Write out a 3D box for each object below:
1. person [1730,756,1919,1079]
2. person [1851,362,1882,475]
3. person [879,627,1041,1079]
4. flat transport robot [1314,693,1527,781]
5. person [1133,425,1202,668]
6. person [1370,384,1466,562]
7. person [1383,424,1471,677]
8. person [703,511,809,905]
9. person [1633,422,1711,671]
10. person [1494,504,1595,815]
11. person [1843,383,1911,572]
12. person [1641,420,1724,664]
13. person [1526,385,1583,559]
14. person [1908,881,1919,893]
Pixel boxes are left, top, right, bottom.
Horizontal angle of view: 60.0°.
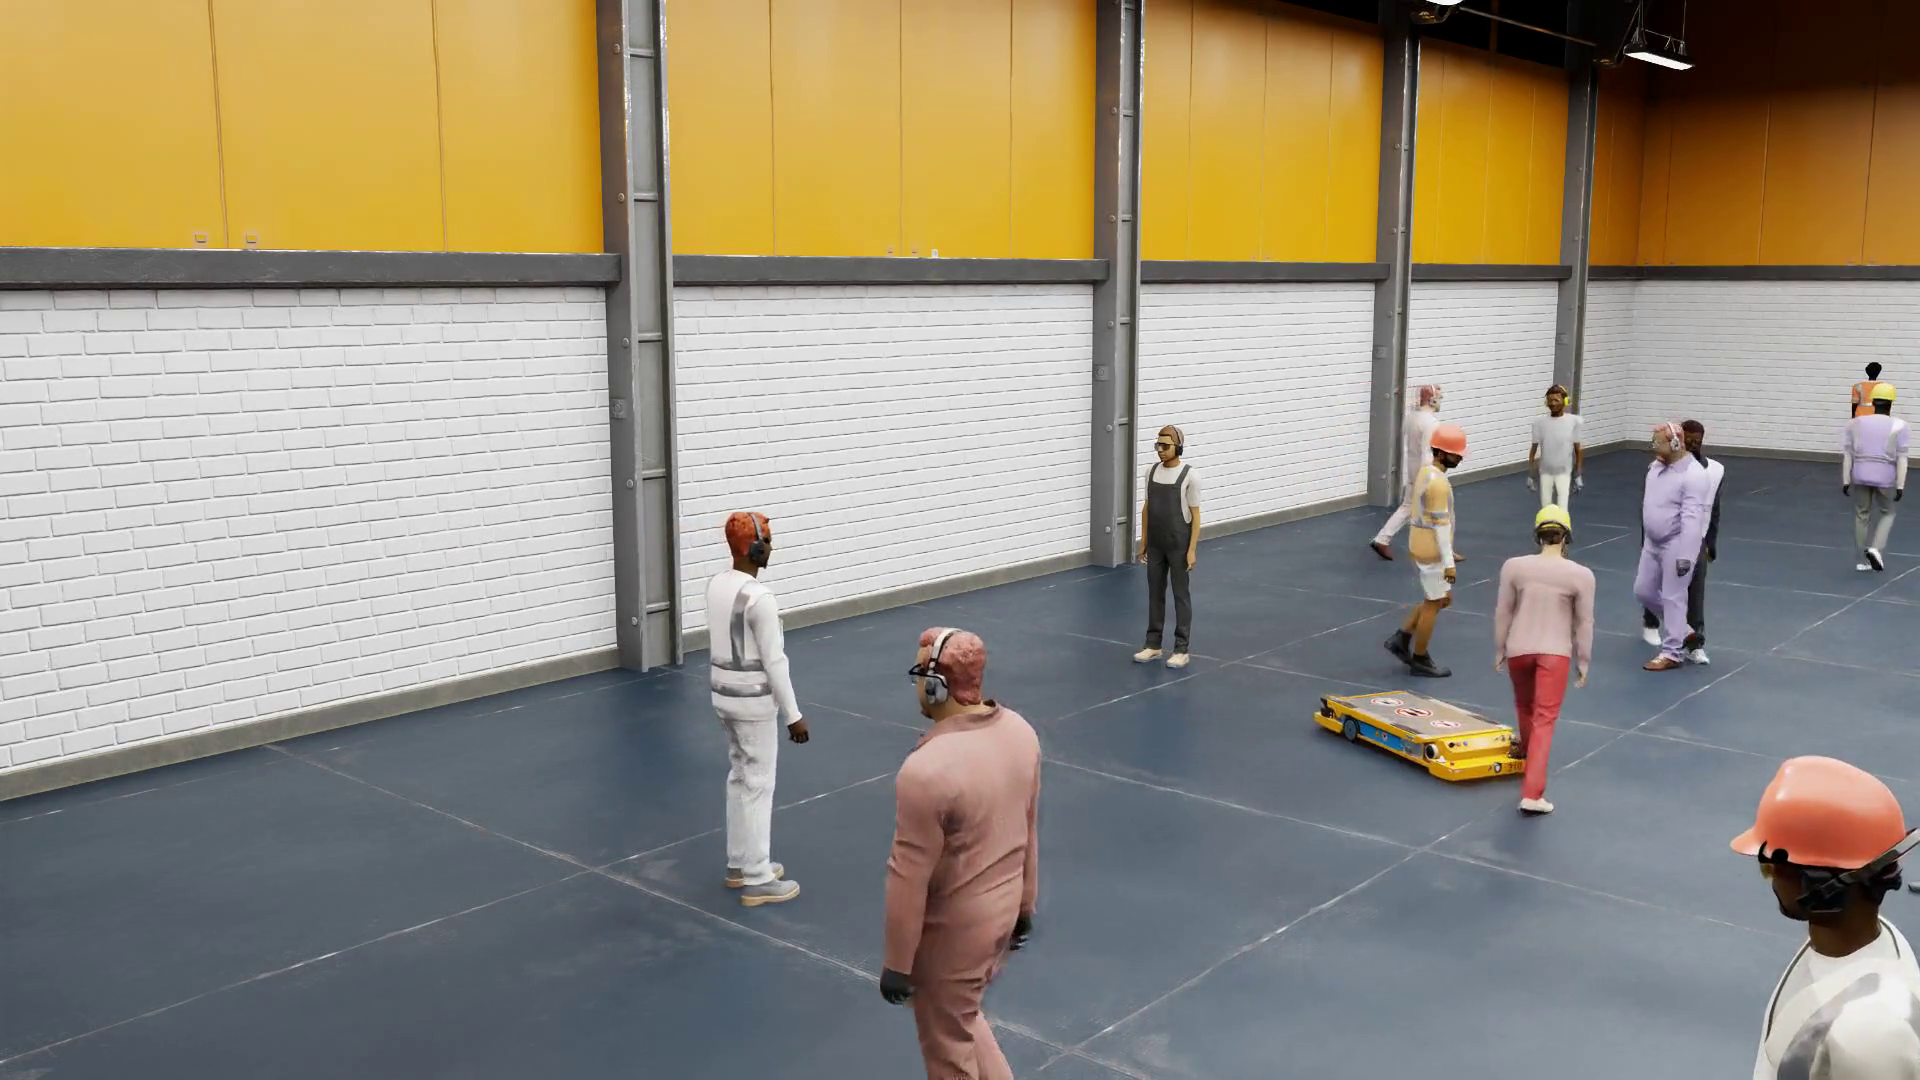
[{"bbox_3d":[1.718,1.434,3.367,0.395,2.039,0.606,4,10,22],"label":"person"},{"bbox_3d":[13.479,-1.784,24.640,0.535,1.697,0.318,5,10,27],"label":"person"},{"bbox_3d":[-0.027,1.204,5.247,0.425,1.891,0.671,6,11,32],"label":"person"},{"bbox_3d":[2.899,1.191,10.417,0.652,0.197,1.431,-4,10,-21],"label":"flat transport robot"},{"bbox_3d":[1.587,0.047,12.673,0.504,1.847,0.345,7,12,39],"label":"person"},{"bbox_3d":[4.767,-0.691,17.239,0.949,1.871,0.647,-1,9,-5],"label":"person"},{"bbox_3d":[3.475,0.093,12.223,0.463,1.900,0.572,2,9,11],"label":"person"},{"bbox_3d":[-0.973,0.792,7.893,0.403,1.882,0.586,-6,11,-32],"label":"person"},{"bbox_3d":[5.376,0.048,12.543,0.461,1.887,0.677,-2,9,-11],"label":"person"},{"bbox_3d":[3.315,0.647,9.463,0.537,1.660,1.046,6,11,33],"label":"person"},{"bbox_3d":[9.133,-0.613,16.615,0.587,1.915,0.445,8,12,40],"label":"person"},{"bbox_3d":[5.649,-0.022,13.067,0.620,1.866,1.020,1,9,5],"label":"person"},{"bbox_3d":[6.127,-0.670,17.145,0.556,1.853,0.425,5,10,28],"label":"person"},{"bbox_3d":[4.820,0.828,7.754,0.390,1.850,0.565,-1,9,-8],"label":"person"}]
